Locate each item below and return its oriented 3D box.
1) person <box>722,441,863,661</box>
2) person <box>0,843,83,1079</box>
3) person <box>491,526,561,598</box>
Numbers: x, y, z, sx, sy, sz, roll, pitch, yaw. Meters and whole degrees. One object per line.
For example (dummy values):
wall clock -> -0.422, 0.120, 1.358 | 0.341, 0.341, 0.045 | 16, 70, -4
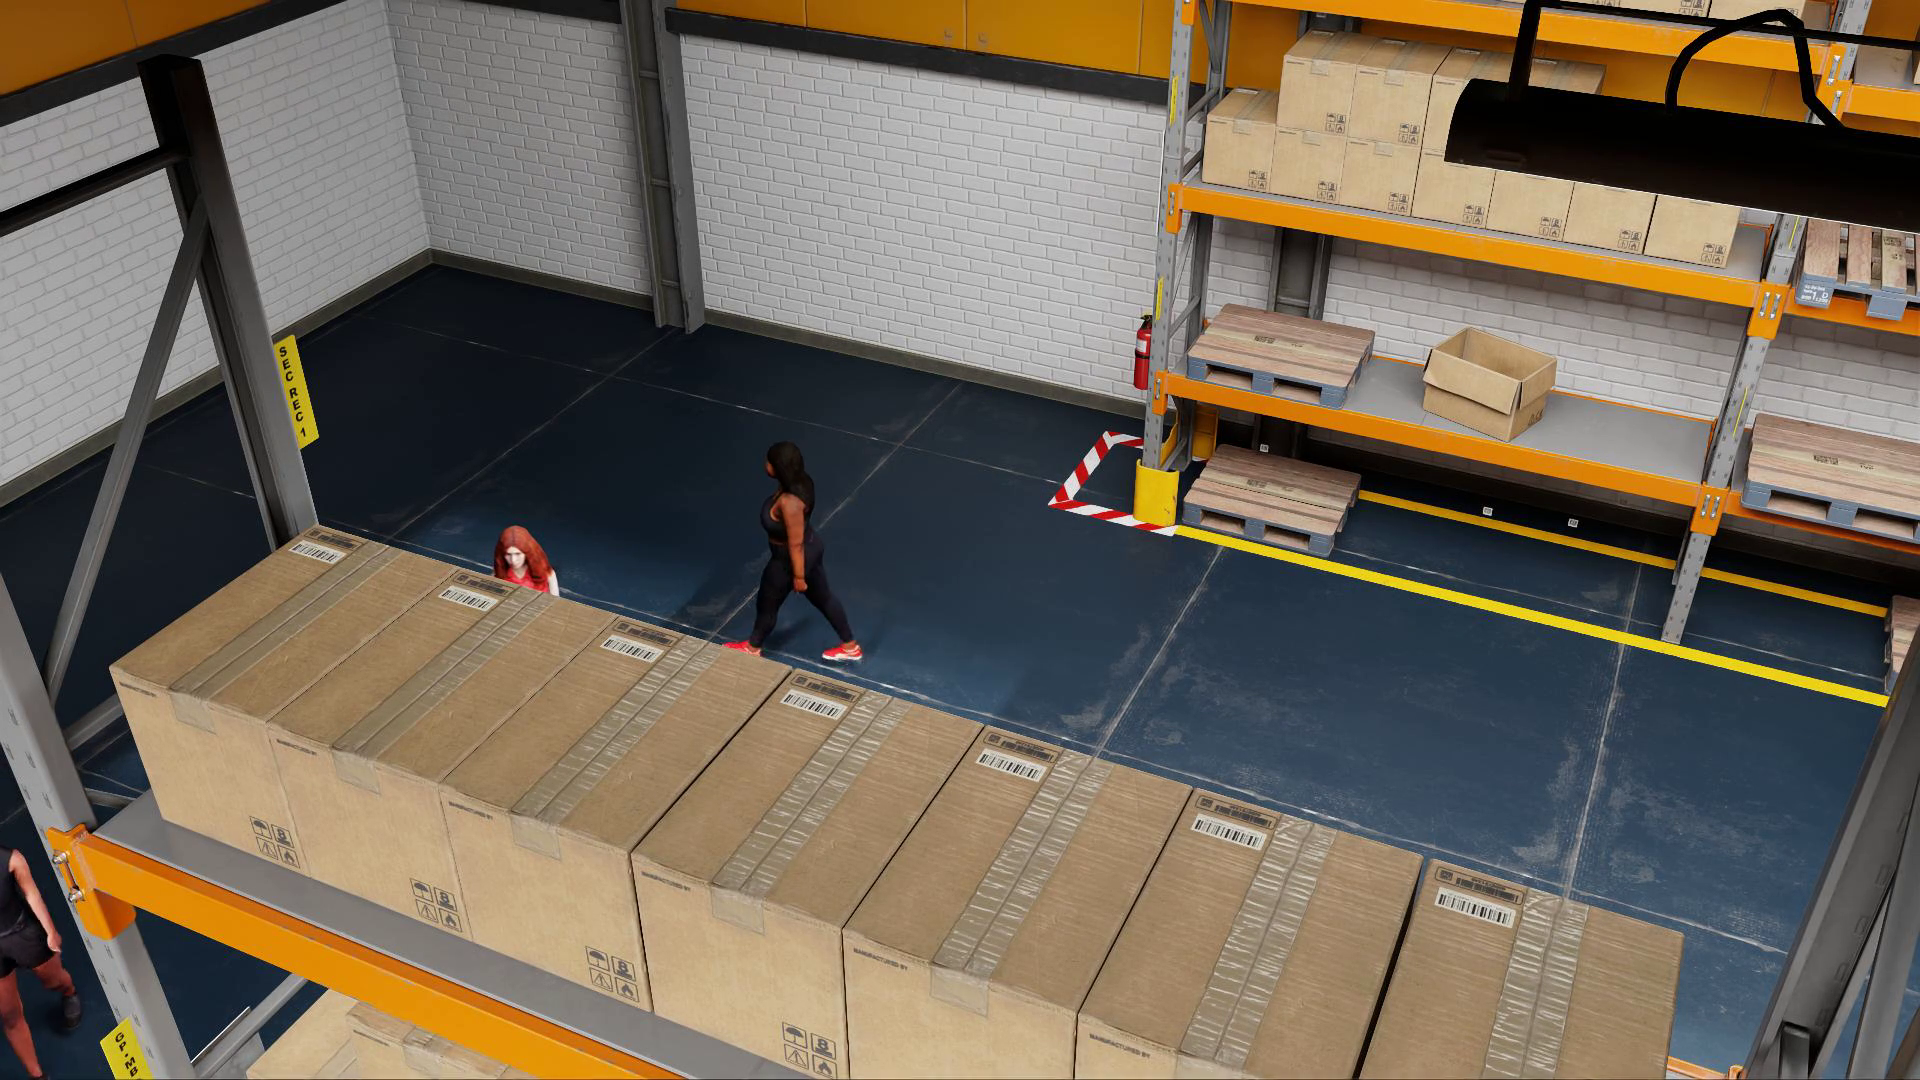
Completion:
person -> -1.029, 0.150, 11.283 | 1.311, 1.762, 0.938 | 5, 34, 7
person -> -4.842, 2.016, 8.513 | 1.011, 1.720, 1.065 | -12, 35, -17
person -> -2.666, 0.672, 10.440 | 0.601, 1.825, 0.710 | -3, 34, -4
